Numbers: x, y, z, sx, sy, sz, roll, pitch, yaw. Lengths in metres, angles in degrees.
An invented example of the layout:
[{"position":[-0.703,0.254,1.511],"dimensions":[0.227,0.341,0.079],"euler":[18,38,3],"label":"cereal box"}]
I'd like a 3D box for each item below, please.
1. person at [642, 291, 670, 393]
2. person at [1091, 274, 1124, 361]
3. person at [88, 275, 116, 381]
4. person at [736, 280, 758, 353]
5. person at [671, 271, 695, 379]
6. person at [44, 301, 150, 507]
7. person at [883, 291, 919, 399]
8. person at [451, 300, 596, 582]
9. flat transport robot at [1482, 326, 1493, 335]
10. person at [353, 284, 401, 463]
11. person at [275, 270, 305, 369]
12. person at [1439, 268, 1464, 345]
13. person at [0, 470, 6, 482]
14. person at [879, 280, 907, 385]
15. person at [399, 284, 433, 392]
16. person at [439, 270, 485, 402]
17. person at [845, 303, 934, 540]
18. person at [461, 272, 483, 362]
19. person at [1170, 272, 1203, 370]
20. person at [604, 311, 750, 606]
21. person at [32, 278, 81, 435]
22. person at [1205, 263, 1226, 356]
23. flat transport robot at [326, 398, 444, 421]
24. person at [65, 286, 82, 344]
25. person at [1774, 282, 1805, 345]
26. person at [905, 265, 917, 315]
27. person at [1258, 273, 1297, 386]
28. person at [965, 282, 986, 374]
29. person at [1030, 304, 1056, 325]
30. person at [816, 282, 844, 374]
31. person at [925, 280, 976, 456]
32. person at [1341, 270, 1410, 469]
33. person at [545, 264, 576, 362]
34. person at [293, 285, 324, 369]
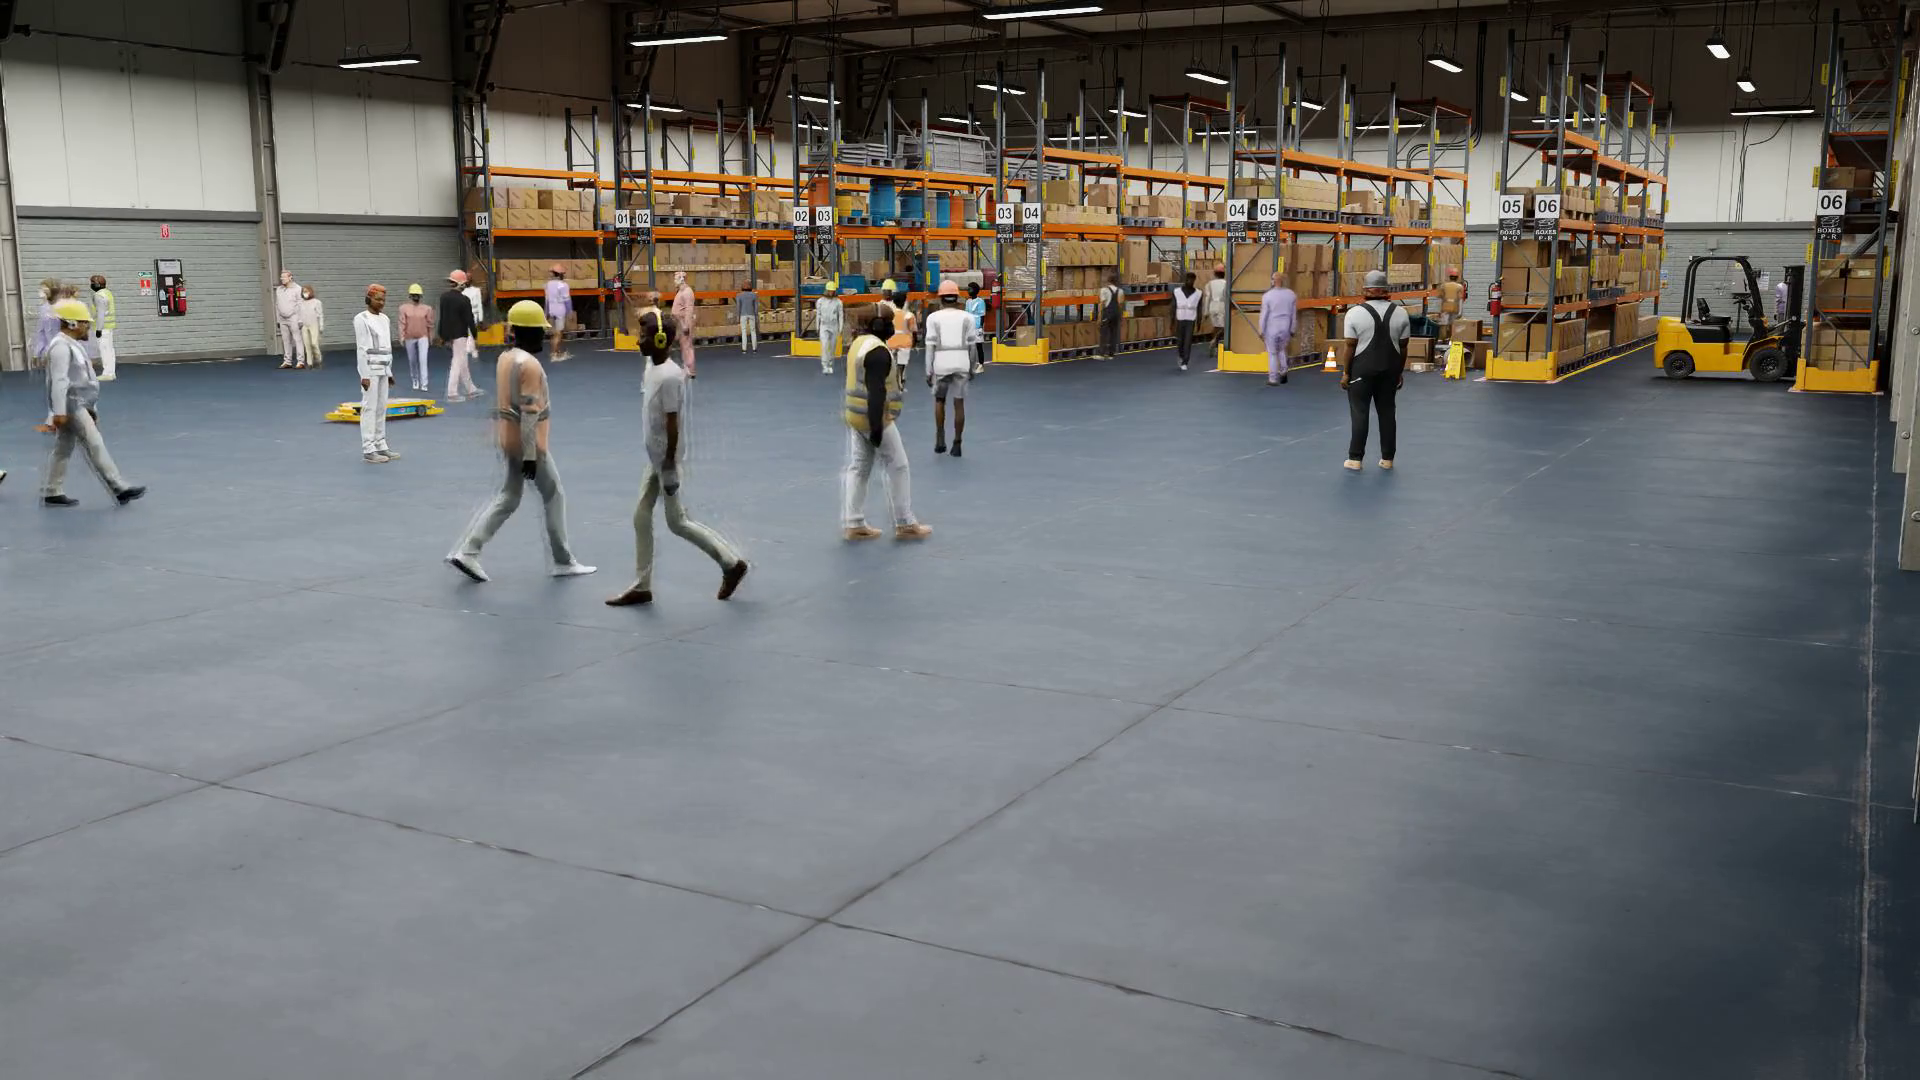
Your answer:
[{"position":[-4.788,-3.144,26.489],"dimensions":[0.754,1.605,0.539],"euler":[-9,13,-43],"label":"person"},{"position":[3.093,-4.641,34.717],"dimensions":[0.707,1.801,0.394],"euler":[-3,10,-17],"label":"person"},{"position":[-15.057,-3.717,29.181],"dimensions":[0.429,1.843,0.633],"euler":[-2,10,-14],"label":"person"},{"position":[-4.777,-5.008,37.350],"dimensions":[0.502,1.632,0.277],"euler":[-3,10,-18],"label":"person"},{"position":[-4.931,-3.820,29.601],"dimensions":[0.402,1.906,0.651],"euler":[-3,10,-19],"label":"person"},{"position":[-7.564,-1.167,14.421],"dimensions":[0.909,1.779,0.606],"euler":[-4,10,-20],"label":"person"},{"position":[-0.880,-2.898,24.939],"dimensions":[0.544,1.641,0.884],"euler":[3,10,17],"label":"person"},{"position":[-2.971,-0.654,11.124],"dimensions":[0.922,1.894,0.596],"euler":[-7,12,-34],"label":"person"},{"position":[14.575,-5.770,45.798],"dimensions":[0.652,0.197,1.431],"euler":[3,10,19],"label":"flat transport robot"},{"position":[-6.191,-1.768,17.648],"dimensions":[0.361,1.885,0.575],"euler":[2,10,10],"label":"person"},{"position":[-12.920,-4.241,32.063],"dimensions":[0.643,1.910,0.400],"euler":[3,10,19],"label":"person"},{"position":[11.183,-5.243,37.916],"dimensions":[0.546,1.916,0.842],"euler":[4,10,22],"label":"person"},{"position":[-8.757,-1.176,14.636],"dimensions":[0.542,1.735,0.534],"euler":[6,12,33],"label":"person"},{"position":[-1.188,-3.440,27.744],"dimensions":[0.935,1.780,0.623],"euler":[-10,14,-44],"label":"person"},{"position":[-8.817,-3.291,27.010],"dimensions":[0.516,1.731,0.879],"euler":[-3,10,-14],"label":"person"},{"position":[-7.439,-3.065,25.018],"dimensions":[0.649,1.954,0.925],"euler":[7,12,36],"label":"person"},{"position":[-0.535,-0.900,12.755],"dimensions":[0.784,1.814,0.661],"euler":[-3,10,-19],"label":"person"},{"position":[-10.103,-4.530,33.957],"dimensions":[0.580,1.839,0.956],"euler":[3,10,18],"label":"person"},{"position":[4.353,-4.216,32.004],"dimensions":[0.604,1.877,0.715],"euler":[1,10,8],"label":"person"},{"position":[-1.776,-0.500,10.361],"dimensions":[0.841,1.847,0.521],"euler":[-3,10,-19],"label":"person"},{"position":[-11.125,-2.245,20.387],"dimensions":[0.635,1.905,0.883],"euler":[9,13,42],"label":"person"},{"position":[5.561,-4.963,35.946],"dimensions":[0.630,2.023,0.759],"euler":[7,12,34],"label":"person"},{"position":[-7.709,-1.762,22.327],"dimensions":[0.652,0.197,1.431],"euler":[5,11,29],"label":"flat transport robot"},{"position":[-16.210,-3.827,30.431],"dimensions":[0.515,1.636,0.314],"euler":[7,12,34],"label":"person"},{"position":[18.406,-5.079,36.953],"dimensions":[0.582,1.919,0.391],"euler":[5,11,27],"label":"person"},{"position":[-1.485,-6.782,46.836],"dimensions":[0.618,1.941,0.748],"euler":[4,10,22],"label":"person"},{"position":[5.308,-3.533,27.936],"dimensions":[0.670,1.894,0.432],"euler":[-3,10,-19],"label":"person"},{"position":[0.266,-3.920,30.797],"dimensions":[0.317,1.695,0.540],"euler":[-7,12,-34],"label":"person"},{"position":[1.894,-5.208,37.673],"dimensions":[0.625,1.931,0.374],"euler":[0,10,-2],"label":"person"},{"position":[-2.391,-3.899,30.657],"dimensions":[0.495,1.685,0.898],"euler":[-1,10,-8],"label":"person"},{"position":[-0.108,-1.892,18.291],"dimensions":[0.557,1.905,0.745],"euler":[-1,10,-4],"label":"person"},{"position":[4.212,-1.743,17.043],"dimensions":[0.689,2.000,0.537],"euler":[-1,10,-8],"label":"person"},{"position":[-8.181,-4.673,34.293],"dimensions":[0.633,2.004,0.922],"euler":[7,12,34],"label":"person"},{"position":[-12.521,-4.080,31.953],"dimensions":[0.514,1.622,0.366],"euler":[0,10,2],"label":"person"}]
